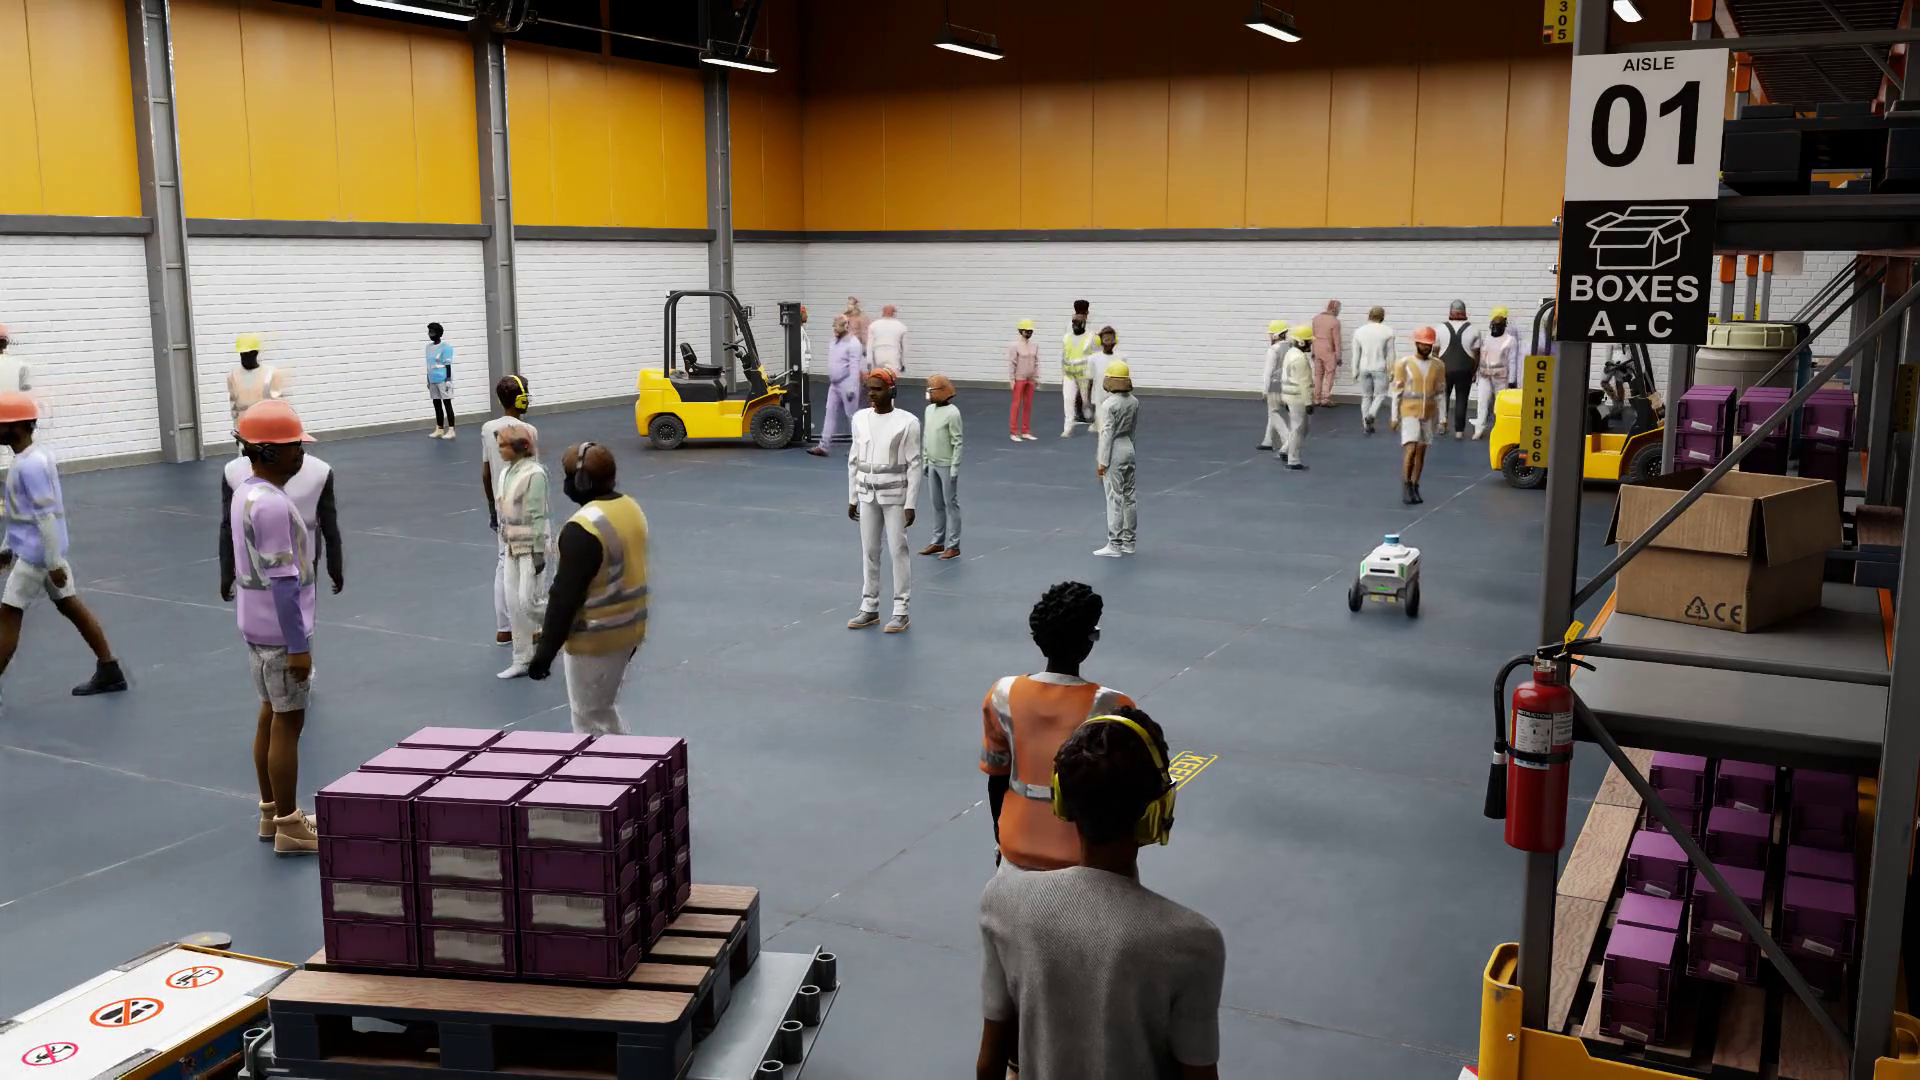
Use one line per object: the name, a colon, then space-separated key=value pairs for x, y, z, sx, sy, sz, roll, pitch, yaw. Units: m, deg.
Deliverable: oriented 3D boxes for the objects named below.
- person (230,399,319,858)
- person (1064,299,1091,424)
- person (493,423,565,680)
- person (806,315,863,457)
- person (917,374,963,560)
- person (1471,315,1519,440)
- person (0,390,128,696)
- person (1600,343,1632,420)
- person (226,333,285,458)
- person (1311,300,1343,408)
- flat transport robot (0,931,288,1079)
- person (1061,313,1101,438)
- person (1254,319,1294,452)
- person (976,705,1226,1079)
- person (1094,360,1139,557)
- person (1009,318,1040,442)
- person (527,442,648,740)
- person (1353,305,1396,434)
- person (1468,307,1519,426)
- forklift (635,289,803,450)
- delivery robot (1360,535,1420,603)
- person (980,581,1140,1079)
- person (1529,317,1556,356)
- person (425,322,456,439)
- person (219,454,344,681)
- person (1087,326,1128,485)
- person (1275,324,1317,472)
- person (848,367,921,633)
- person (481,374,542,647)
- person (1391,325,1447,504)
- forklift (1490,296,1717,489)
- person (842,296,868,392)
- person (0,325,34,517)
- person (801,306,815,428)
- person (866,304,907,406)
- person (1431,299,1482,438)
person: x=-3.024 y=0.394 z=7.444 sx=0.371 sy=2.044 sz=0.608 roll=-7 pitch=12 yaw=-34
person: x=1.869 y=-2.808 z=26.198 sx=0.362 sy=1.963 sz=0.613 roll=-5 pitch=11 yaw=-29
person: x=-2.716 y=0.065 z=10.542 sx=0.475 sy=1.619 sz=0.521 roll=-9 pitch=13 yaw=-42
person: x=-1.594 y=-2.010 z=21.842 sx=0.818 sy=1.868 sz=0.672 roll=-8 pitch=13 yaw=-39
person: x=-0.166 y=-0.646 z=14.648 sx=0.286 sy=1.631 sz=0.502 roll=-7 pitch=12 yaw=-34
person: x=7.789 y=-2.355 z=24.086 sx=0.639 sy=1.807 sz=0.900 roll=9 pitch=13 yaw=42
person: x=-5.536 y=0.056 z=9.874 sx=1.010 sy=1.885 sz=0.550 roll=-5 pitch=11 yaw=-25
person: x=10.583 y=-2.883 z=26.765 sx=0.564 sy=1.918 sz=0.405 roll=-4 pitch=10 yaw=-20
person: x=-7.143 y=-1.171 z=16.956 sx=0.593 sy=1.888 sz=0.961 roll=0 pitch=10 yaw=-1
person: x=6.422 y=-3.253 z=29.084 sx=0.444 sy=1.873 sz=0.728 roll=-6 pitch=12 yaw=-32
flat transport robot: x=-2.729 y=1.642 z=5.344 sx=0.652 sy=0.197 sz=1.431 roll=4 pitch=10 yaw=20
person: x=1.789 y=-2.426 z=24.464 sx=0.634 sy=1.819 sz=0.858 roll=6 pitch=11 yaw=29
person: x=4.249 y=-2.039 z=22.223 sx=0.754 sy=1.808 sz=0.607 roll=10 pitch=14 yaw=44
person: x=0.274 y=1.225 z=3.132 sx=0.516 sy=1.872 sz=0.327 roll=5 pitch=11 yaw=27
person: x=1.390 y=-0.724 z=14.781 sx=0.294 sy=1.744 sz=0.485 roll=8 pitch=12 yaw=38
person: x=0.933 y=-2.289 z=23.782 sx=0.533 sy=1.765 sz=0.331 roll=-8 pitch=12 yaw=-38
person: x=-1.677 y=0.465 z=7.641 sx=0.469 sy=1.836 sz=0.657 roll=2 pitch=10 yaw=11
person: x=6.093 y=-2.496 z=24.542 sx=0.632 sy=1.915 sz=0.636 roll=6 pitch=12 yaw=33
person: x=8.132 y=-2.567 z=25.074 sx=0.628 sy=1.864 sz=0.997 roll=-5 pitch=11 yaw=-26
forklift: x=-3.358 y=-2.392 z=23.136 sx=2.313 sy=2.155 sz=1.214 roll=-1 pitch=10 yaw=-5
delivery robot: x=3.257 y=0.204 z=12.576 sx=0.477 sy=0.478 sz=0.707 roll=4 pitch=11 yaw=24
person: x=0.319 y=0.965 z=5.139 sx=0.536 sy=1.697 sz=0.318 roll=5 pitch=11 yaw=27
person: x=7.372 y=-1.911 z=21.174 sx=0.637 sy=1.916 sz=0.733 roll=-8 pitch=13 yaw=-40
person: x=-7.535 y=-2.303 z=24.077 sx=0.536 sy=1.694 sz=0.319 roll=7 pitch=12 yaw=34
person: x=-3.871 y=0.126 z=9.515 sx=0.624 sy=1.873 sz=0.975 roll=-2 pitch=10 yaw=-10
person: x=1.728 y=-1.566 z=19.337 sx=0.557 sy=1.855 sz=0.509 roll=-3 pitch=10 yaw=-15
person: x=4.158 y=-1.732 z=20.409 sx=0.419 sy=1.814 sz=0.597 roll=1 pitch=10 yaw=3
person: x=-0.551 y=-0.284 z=11.836 sx=0.574 sy=1.883 sz=0.355 roll=5 pitch=11 yaw=28
person: x=-3.021 y=-0.198 z=11.372 sx=0.516 sy=1.872 sz=0.327 roll=5 pitch=11 yaw=27
person: x=4.921 y=-1.324 z=17.735 sx=0.564 sy=1.915 sz=0.580 roll=-1 pitch=10 yaw=-8
forklift: x=7.296 y=-1.677 z=18.993 sx=2.313 sy=2.155 sz=1.214 roll=5 pitch=11 yaw=27
person: x=-1.990 y=-3.683 z=31.516 sx=0.805 sy=1.877 sz=0.640 roll=-9 pitch=13 yaw=-43
person: x=-9.587 y=-1.185 z=16.737 sx=0.891 sy=2.019 sz=0.613 roll=7 pitch=12 yaw=35
person: x=-2.457 y=-2.656 z=25.560 sx=0.352 sy=1.884 sz=0.576 roll=-3 pitch=10 yaw=-16
person: x=-1.186 y=-2.911 z=27.138 sx=0.647 sy=1.843 sz=1.009 roll=1 pitch=10 yaw=3
person: x=7.226 y=-2.503 z=24.219 sx=0.688 sy=2.000 sz=0.542 roll=4 pitch=10 yaw=20
